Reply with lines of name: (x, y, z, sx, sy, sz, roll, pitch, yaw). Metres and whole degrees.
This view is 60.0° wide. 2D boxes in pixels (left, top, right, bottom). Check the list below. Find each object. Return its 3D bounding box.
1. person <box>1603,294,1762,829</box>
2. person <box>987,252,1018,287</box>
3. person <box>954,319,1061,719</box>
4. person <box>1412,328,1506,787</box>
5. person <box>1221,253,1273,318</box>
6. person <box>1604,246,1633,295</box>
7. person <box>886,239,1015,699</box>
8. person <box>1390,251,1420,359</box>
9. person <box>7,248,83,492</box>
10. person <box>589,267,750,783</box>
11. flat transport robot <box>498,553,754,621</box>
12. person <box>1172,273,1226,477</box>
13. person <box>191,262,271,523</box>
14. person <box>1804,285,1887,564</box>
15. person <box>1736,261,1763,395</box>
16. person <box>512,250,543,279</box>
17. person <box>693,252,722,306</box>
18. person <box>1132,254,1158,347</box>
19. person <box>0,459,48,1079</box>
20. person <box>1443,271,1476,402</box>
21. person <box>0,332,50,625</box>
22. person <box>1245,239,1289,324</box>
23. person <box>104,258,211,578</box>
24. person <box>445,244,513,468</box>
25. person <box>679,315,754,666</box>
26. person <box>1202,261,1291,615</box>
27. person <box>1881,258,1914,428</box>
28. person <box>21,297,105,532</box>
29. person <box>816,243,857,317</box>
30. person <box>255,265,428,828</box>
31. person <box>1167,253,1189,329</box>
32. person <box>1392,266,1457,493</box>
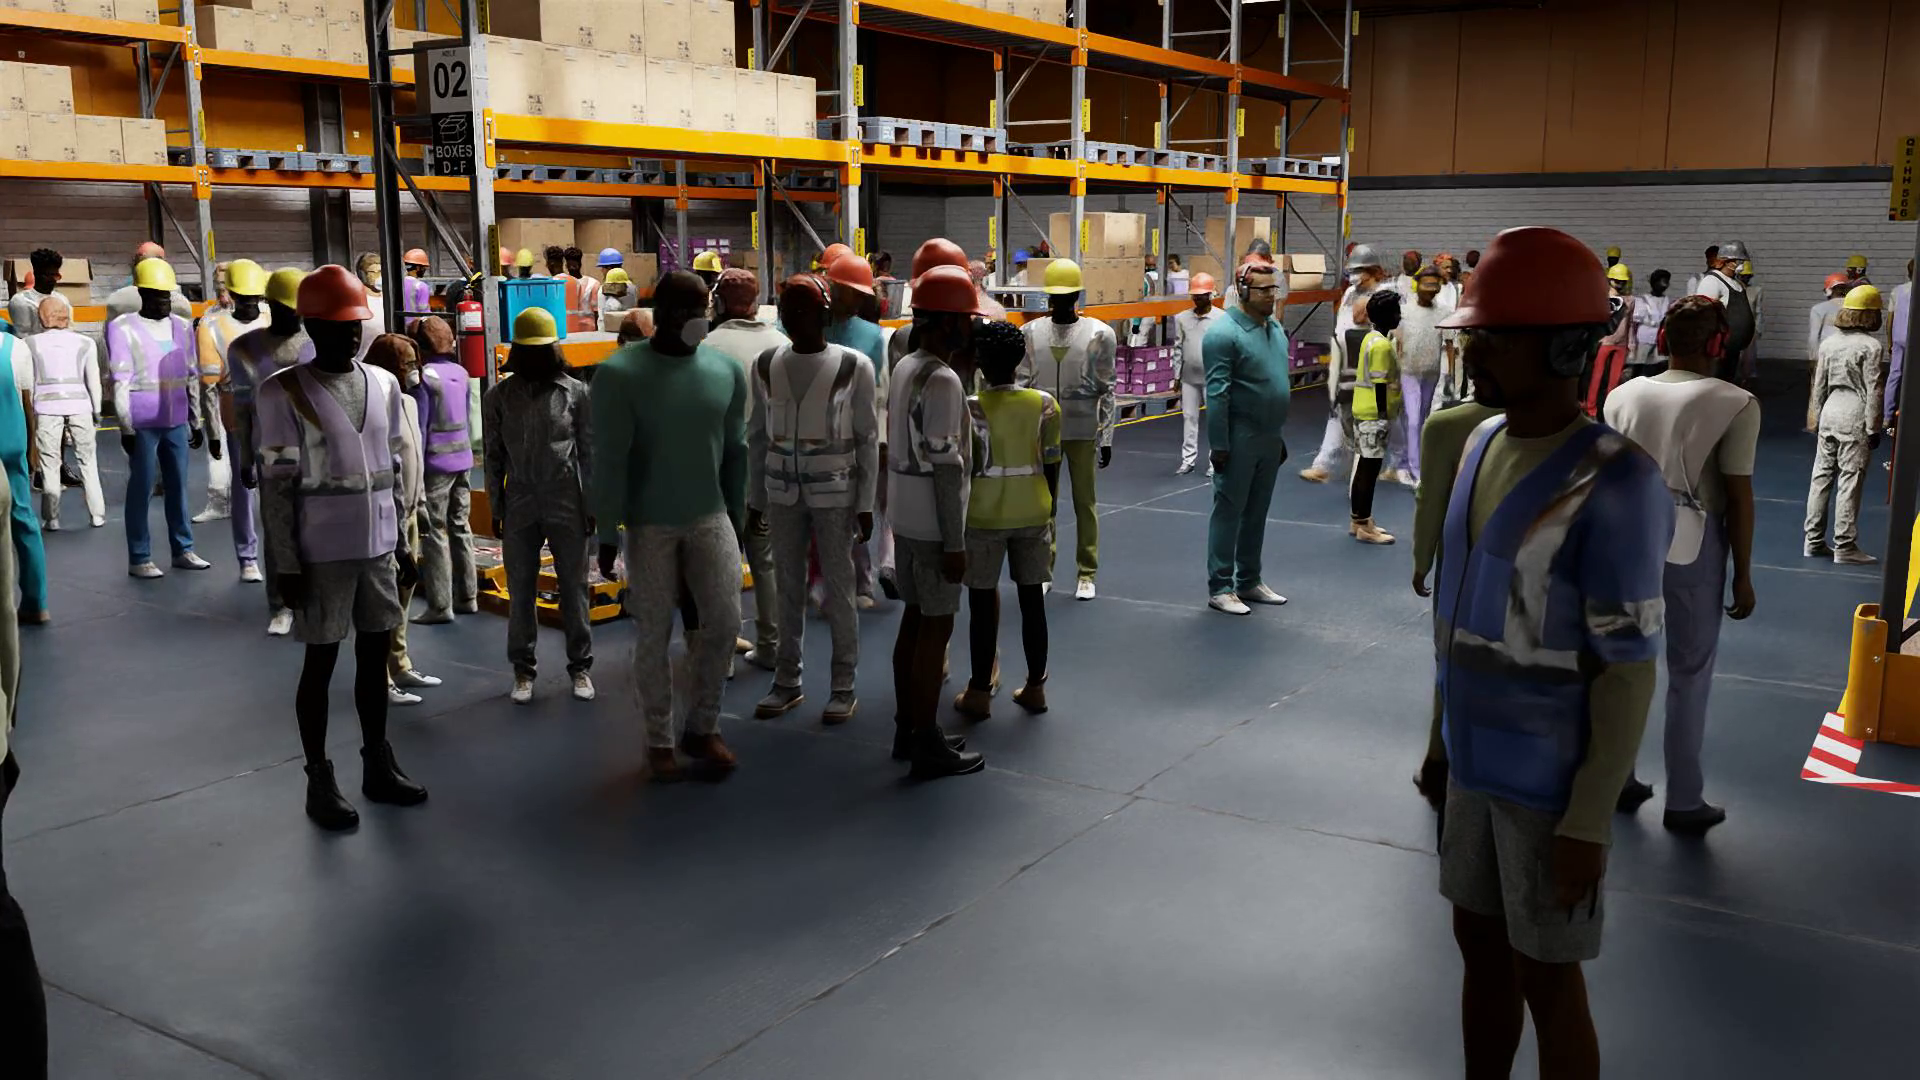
person: (2.458, 0.077, 5.775, 0.385, 1.837, 0.565, -6, 12, -31)
person: (0.493, -2.765, 21.320, 0.592, 1.912, 0.399, 6, 12, 30)
person: (0.182, -0.081, 7.053, 0.532, 1.694, 0.319, -4, 11, -22)
person: (1.896, 0.070, 6.026, 0.525, 1.760, 0.341, 0, 10, -1)
person: (3.019, -2.114, 17.799, 0.541, 1.869, 0.889, -6, 12, -28)
person: (9.896, -3.496, 25.316, 0.584, 1.928, 0.367, 3, 11, 16)
person: (-0.055, -0.299, 7.337, 0.612, 2.029, 0.409, 4, 11, 21)
person: (5.784, -2.779, 21.459, 0.572, 1.886, 0.353, 6, 12, 32)
person: (-7.353, -1.368, 13.440, 0.388, 1.958, 0.601, 2, 10, 9)
person: (-1.075, -0.039, 6.207, 0.677, 1.930, 0.416, -6, 12, -28)
flat transport robot: (-1.810, 0.212, 9.363, 0.652, 0.197, 1.431, 8, 13, 38)
person: (2.074, -1.414, 14.282, 0.566, 1.745, 0.349, 7, 12, 34)
person: (-5.198, -1.080, 12.096, 0.664, 1.878, 0.779, 4, 11, 20)
person: (5.609, -0.727, 10.483, 0.309, 1.743, 0.494, -3, 11, -16)
person: (10.141, -2.736, 21.596, 0.537, 1.757, 0.339, 0, 10, 1)
person: (-5.597, -2.793, 21.554, 0.605, 1.873, 0.588, -2, 10, -10)
person: (-2.332, -1.669, 15.237, 0.409, 1.917, 0.585, 2, 10, 13)
person: (2.537, -2.949, 22.574, 0.429, 1.831, 0.630, 7, 12, 35)
person: (-2.122, 0.441, 3.315, 0.386, 1.992, 0.624, 1, 10, 8)
person: (6.327, -2.549, 20.883, 0.265, 1.631, 0.507, -6, 12, -29)
person: (-5.003, -0.430, 8.581, 0.341, 1.839, 0.504, 5, 11, 26)
person: (3.473, -2.519, 19.590, 0.535, 2.000, 0.673, -9, 13, -40)
person: (-4.822, -0.730, 10.032, 0.410, 1.917, 0.588, 5, 12, 28)
person: (-4.241, -1.671, 14.888, 0.681, 2.000, 0.536, -4, 11, -23)
person: (-1.182, -0.233, 7.930, 0.531, 1.678, 0.432, -7, 12, -35)
person: (1.596, -0.558, 9.092, 0.406, 1.906, 0.654, 10, 14, 43)
person: (10.154, -2.094, 17.774, 0.329, 1.844, 0.518, -5, 11, -24)
person: (-6.280, -0.877, 11.642, 0.515, 1.629, 0.322, -7, 13, -35)
person: (-0.852, -1.129, 12.014, 0.376, 1.995, 0.612, 4, 11, 21)
person: (-2.136, 0.019, 5.812, 0.356, 1.936, 0.551, 7, 12, 34)
person: (3.609, -3.769, 27.167, 0.559, 1.802, 0.438, 0, 10, 2)
person: (3.736, -1.297, 13.454, 0.508, 1.825, 0.965, -1, 10, -4)
